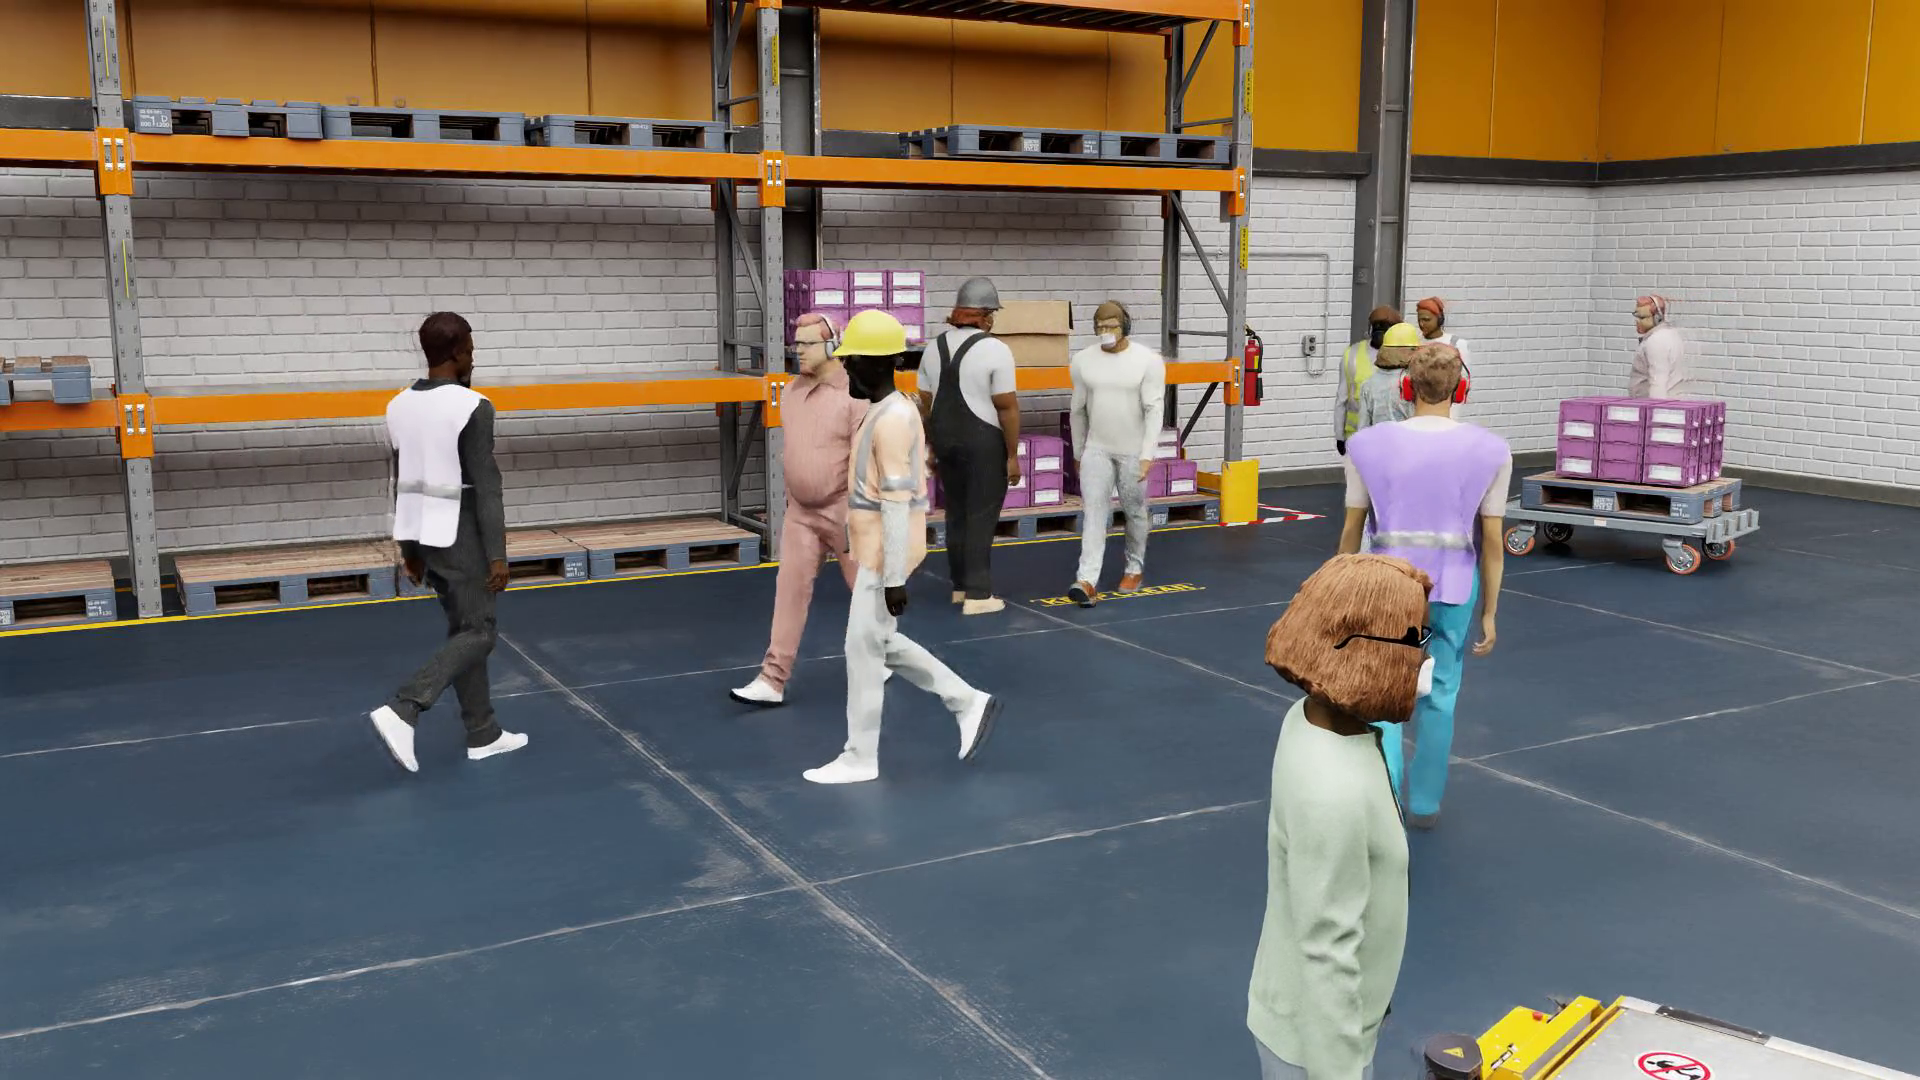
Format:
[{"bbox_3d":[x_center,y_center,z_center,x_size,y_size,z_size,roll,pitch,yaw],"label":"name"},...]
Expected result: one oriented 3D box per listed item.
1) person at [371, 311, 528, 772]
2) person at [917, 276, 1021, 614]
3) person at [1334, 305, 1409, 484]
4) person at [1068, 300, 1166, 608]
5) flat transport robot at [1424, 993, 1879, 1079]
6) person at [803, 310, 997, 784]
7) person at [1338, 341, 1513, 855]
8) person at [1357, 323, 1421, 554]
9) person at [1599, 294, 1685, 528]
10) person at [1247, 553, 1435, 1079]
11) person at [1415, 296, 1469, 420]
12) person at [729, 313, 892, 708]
[{"bbox_3d":[-2.138,0.016,6.826,0.627,1.892,0.703,7,12,36],"label":"person"},{"bbox_3d":[0.114,-0.594,10.097,0.688,2.000,0.536,8,13,42],"label":"person"},{"bbox_3d":[2.970,-0.758,11.783,0.630,1.818,0.743,5,10,26],"label":"person"},{"bbox_3d":[0.942,-0.534,10.245,0.641,1.865,1.078,4,10,21],"label":"person"},{"bbox_3d":[1.814,1.336,3.714,1.431,0.197,0.652,8,12,40],"label":"flat transport robot"},{"bbox_3d":[-0.250,0.039,6.632,0.708,1.911,0.597,0,9,-1],"label":"person"},{"bbox_3d":[1.622,0.211,5.874,0.575,1.821,0.796,3,10,16],"label":"person"},{"bbox_3d":[2.618,-0.434,10.036,0.313,1.741,0.487,-7,11,-35],"label":"person"},{"bbox_3d":[5.311,-0.970,12.925,0.947,1.850,0.665,8,12,39],"label":"person"},{"bbox_3d":[0.608,0.822,2.728,0.272,1.629,0.499,2,9,11],"label":"person"},{"bbox_3d":[3.751,-0.997,13.142,0.583,1.855,0.825,8,12,41],"label":"person"},{"bbox_3d":[-0.650,-0.137,7.868,0.658,1.853,0.986,7,11,35],"label":"person"}]
